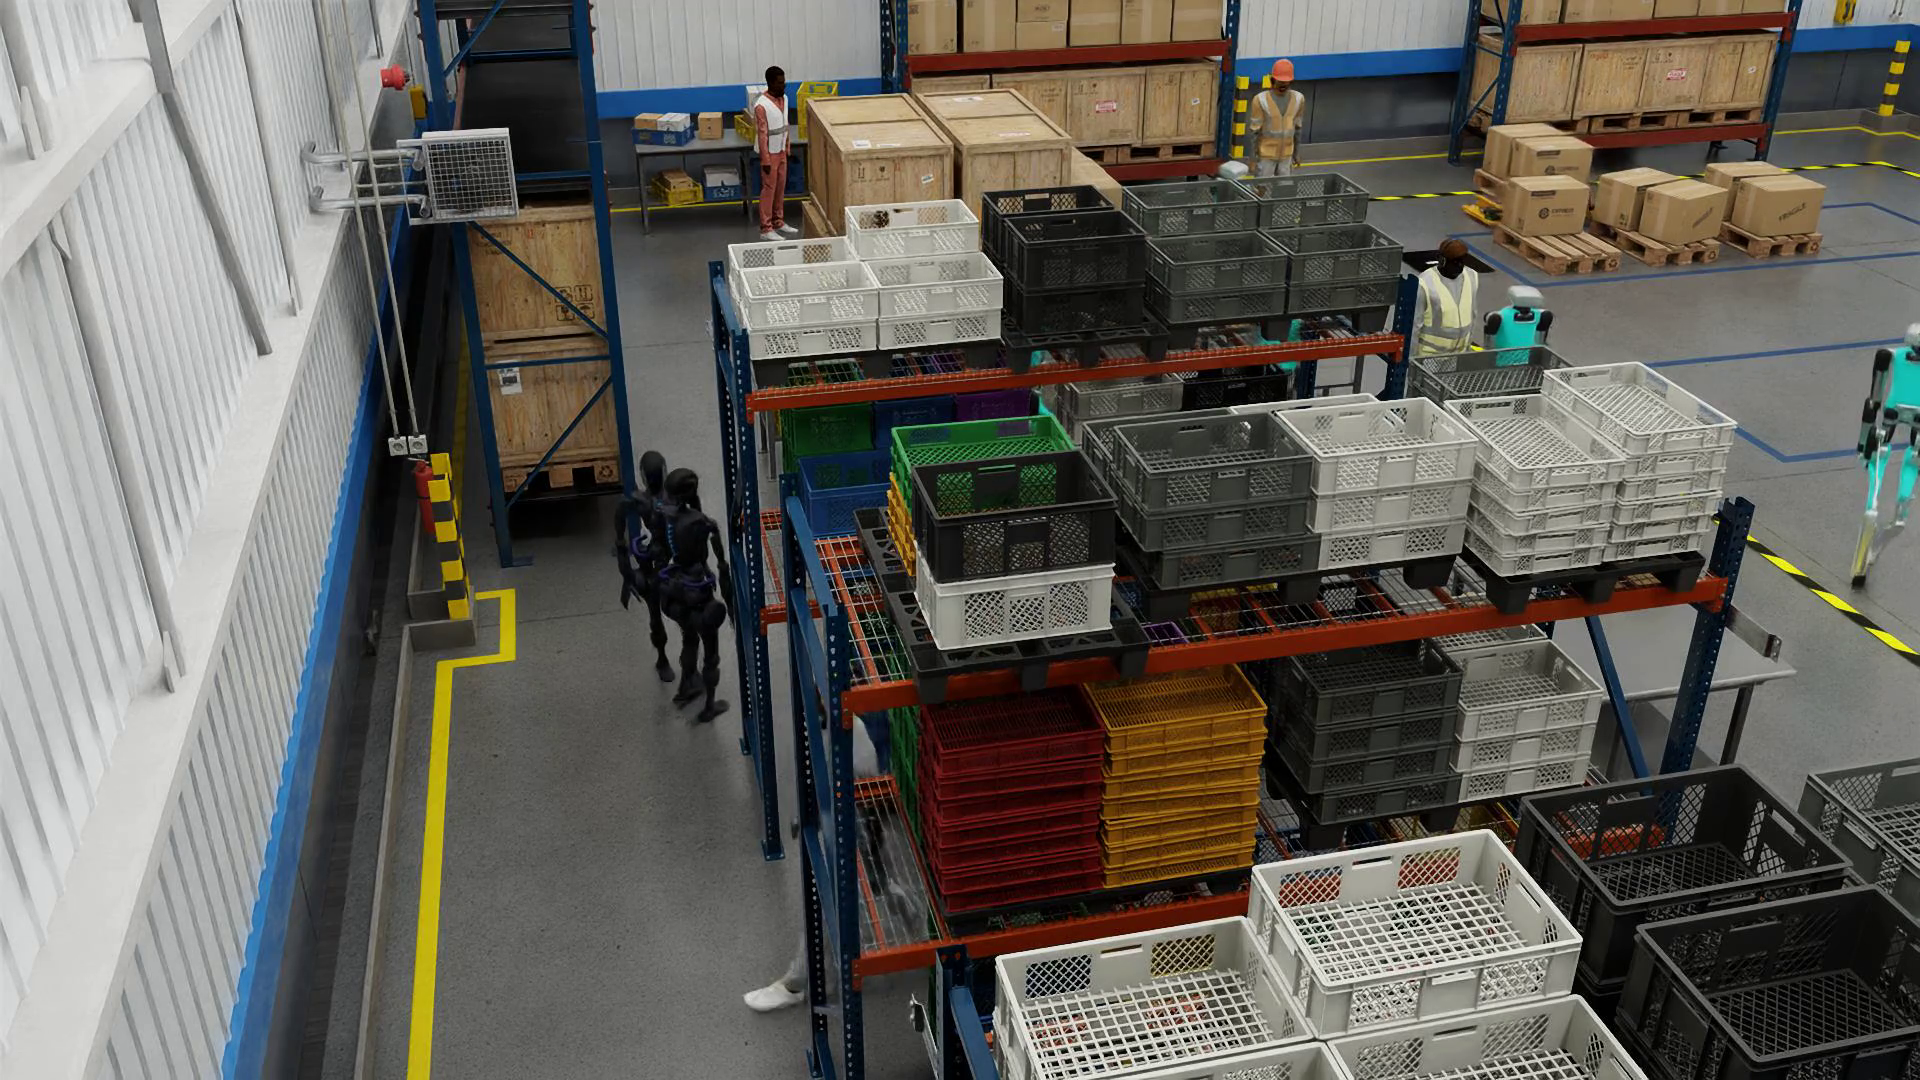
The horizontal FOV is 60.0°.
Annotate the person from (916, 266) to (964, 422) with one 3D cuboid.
[{"bbox_3d":[-0.145,-1.238,12.706,0.512,1.842,0.327,23,35,36],"label":"person"}]

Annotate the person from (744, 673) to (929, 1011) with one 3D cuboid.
[{"bbox_3d":[-0.545,1.373,7.782,0.993,1.817,0.515,-7,29,-12],"label":"person"}]

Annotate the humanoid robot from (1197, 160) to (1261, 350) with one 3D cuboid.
[{"bbox_3d":[2.341,-2.542,15.319,0.668,1.822,0.546,-24,36,-37],"label":"humanoid robot"}]

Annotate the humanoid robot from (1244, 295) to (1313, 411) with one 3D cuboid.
[{"bbox_3d":[2.243,-0.996,12.356,0.546,1.746,0.947,24,36,37],"label":"humanoid robot"}]

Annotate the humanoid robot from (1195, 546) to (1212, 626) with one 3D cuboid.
[{"bbox_3d":[1.387,-0.089,10.717,0.633,1.642,0.599,-7,29,-12],"label":"humanoid robot"}]

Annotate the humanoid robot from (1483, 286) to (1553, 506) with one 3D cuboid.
[{"bbox_3d":[4.129,-0.958,12.305,0.543,1.772,0.912,-6,28,-12],"label":"humanoid robot"}]

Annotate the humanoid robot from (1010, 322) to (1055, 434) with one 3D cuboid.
[{"bbox_3d":[0.685,-1.031,12.367,0.682,1.750,0.546,3,28,6],"label":"humanoid robot"}]

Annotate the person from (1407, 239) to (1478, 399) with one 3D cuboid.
[{"bbox_3d":[3.816,-1.512,13.239,0.621,1.839,0.430,-11,30,-20],"label":"person"}]

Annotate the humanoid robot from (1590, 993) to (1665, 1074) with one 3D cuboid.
[{"bbox_3d":[2.611,2.098,6.557,0.359,1.651,0.609,-12,30,-22],"label":"humanoid robot"}]

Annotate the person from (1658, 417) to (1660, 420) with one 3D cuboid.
[{"bbox_3d":[4.200,-0.003,10.460,0.540,1.747,0.374,-1,28,-2],"label":"person"}]

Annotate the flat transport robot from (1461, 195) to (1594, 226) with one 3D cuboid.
[{"bbox_3d":[6.667,-3.894,19.404,1.431,0.197,0.652,-6,28,-12],"label":"flat transport robot"}]

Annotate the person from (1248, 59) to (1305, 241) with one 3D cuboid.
[{"bbox_3d":[3.442,-4.210,18.134,0.614,2.040,0.371,-7,29,-12],"label":"person"}]

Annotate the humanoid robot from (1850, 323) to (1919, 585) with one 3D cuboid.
[{"bbox_3d":[6.479,-0.516,11.518,0.557,1.813,0.936,13,30,23],"label":"humanoid robot"}]

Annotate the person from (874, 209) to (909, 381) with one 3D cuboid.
[{"bbox_3d":[-0.576,-1.872,13.900,0.406,1.852,0.555,-15,31,-26],"label":"person"}]

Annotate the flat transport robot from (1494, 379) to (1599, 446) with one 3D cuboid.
[{"bbox_3d":[4.780,-1.036,14.013,0.659,0.231,1.431,-6,28,-12],"label":"flat transport robot"}]

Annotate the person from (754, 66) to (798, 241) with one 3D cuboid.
[{"bbox_3d":[-2.068,-4.283,18.419,0.393,1.910,0.585,11,30,19],"label":"person"}]

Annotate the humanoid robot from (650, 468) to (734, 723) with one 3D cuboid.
[{"bbox_3d":[-1.588,0.324,9.914,0.602,1.652,0.330,16,32,27],"label":"humanoid robot"}]

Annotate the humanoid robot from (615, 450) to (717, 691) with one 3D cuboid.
[{"bbox_3d":[-1.814,0.161,10.234,0.592,1.637,0.431,-10,29,-17],"label":"humanoid robot"}]
